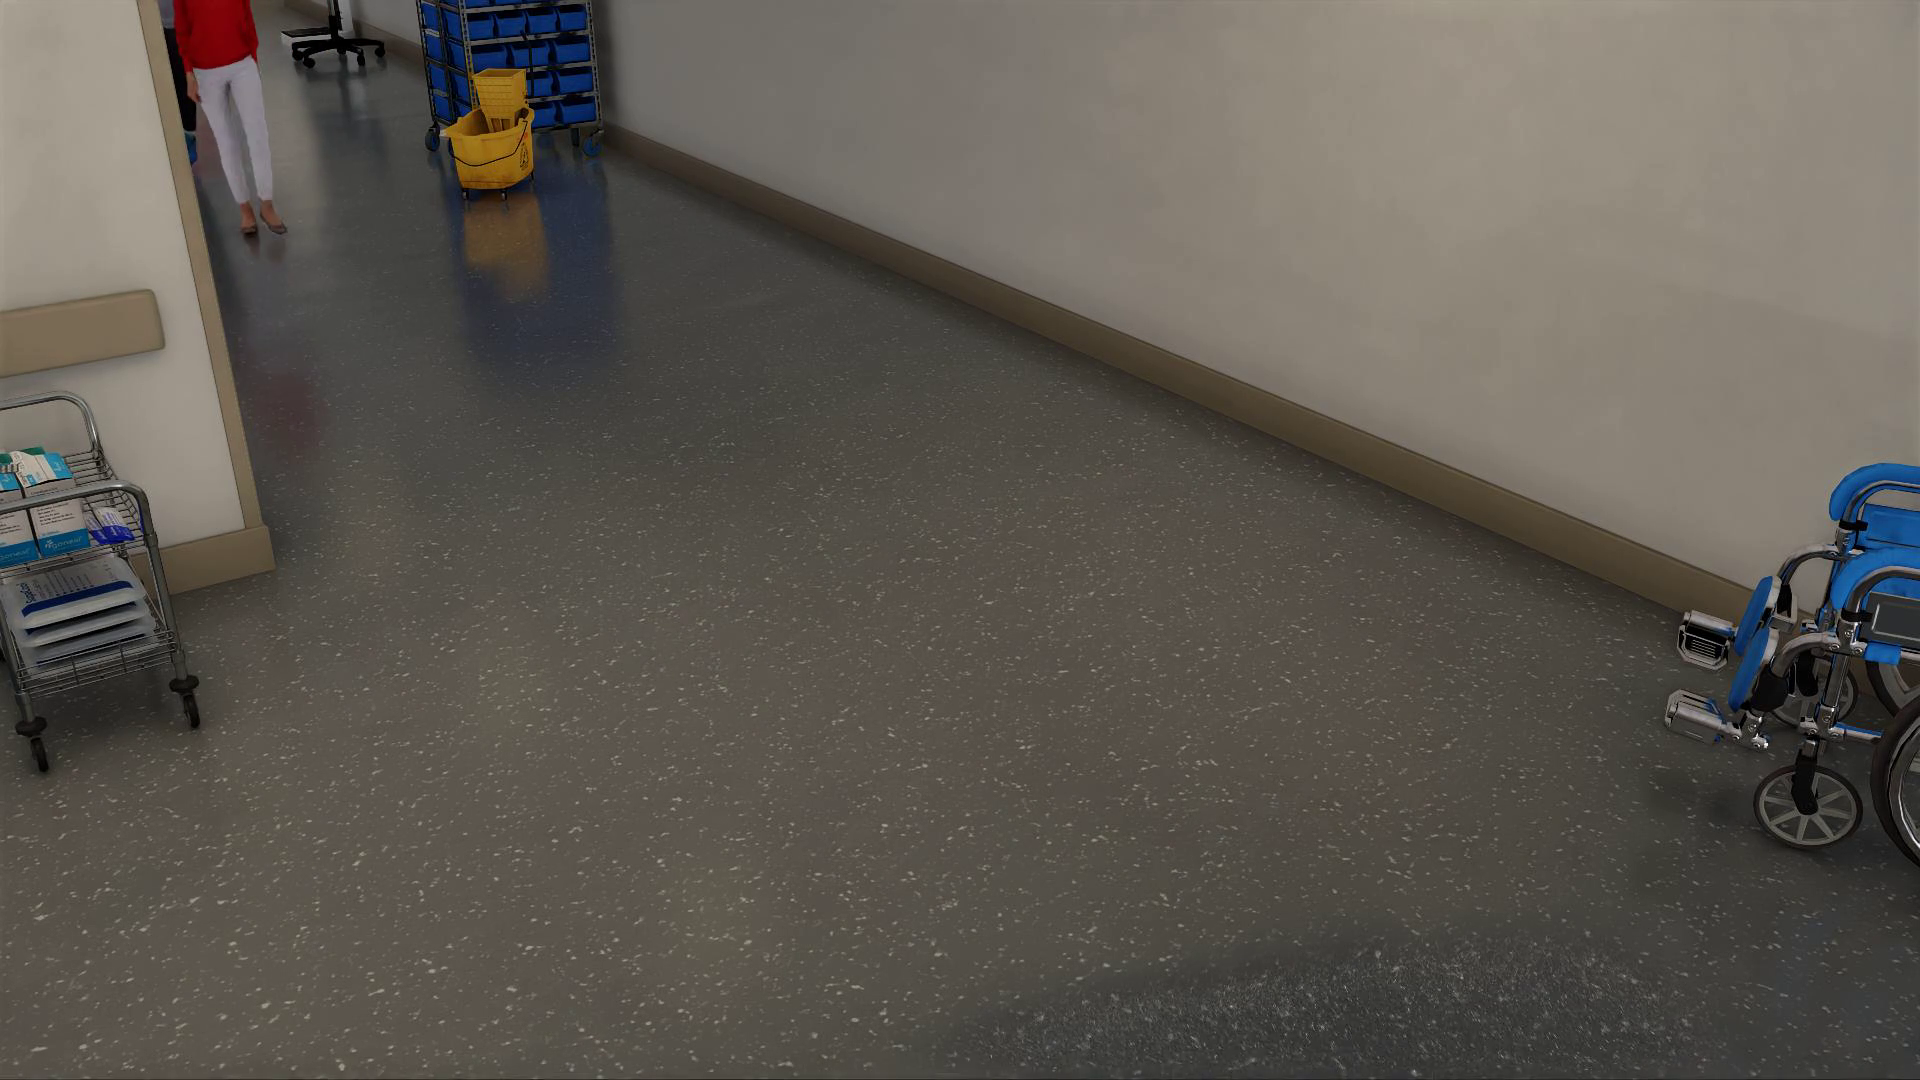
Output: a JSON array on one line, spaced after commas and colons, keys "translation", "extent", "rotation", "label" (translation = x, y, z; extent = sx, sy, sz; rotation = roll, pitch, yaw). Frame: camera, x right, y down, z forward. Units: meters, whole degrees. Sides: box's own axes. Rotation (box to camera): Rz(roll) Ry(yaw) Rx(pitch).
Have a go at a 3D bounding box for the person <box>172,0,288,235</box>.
[{"translation": [-3.986, -2.499, 8.980], "extent": [0.618, 1.683, 0.668], "rotation": [-11, 28, -22], "label": "person"}]
